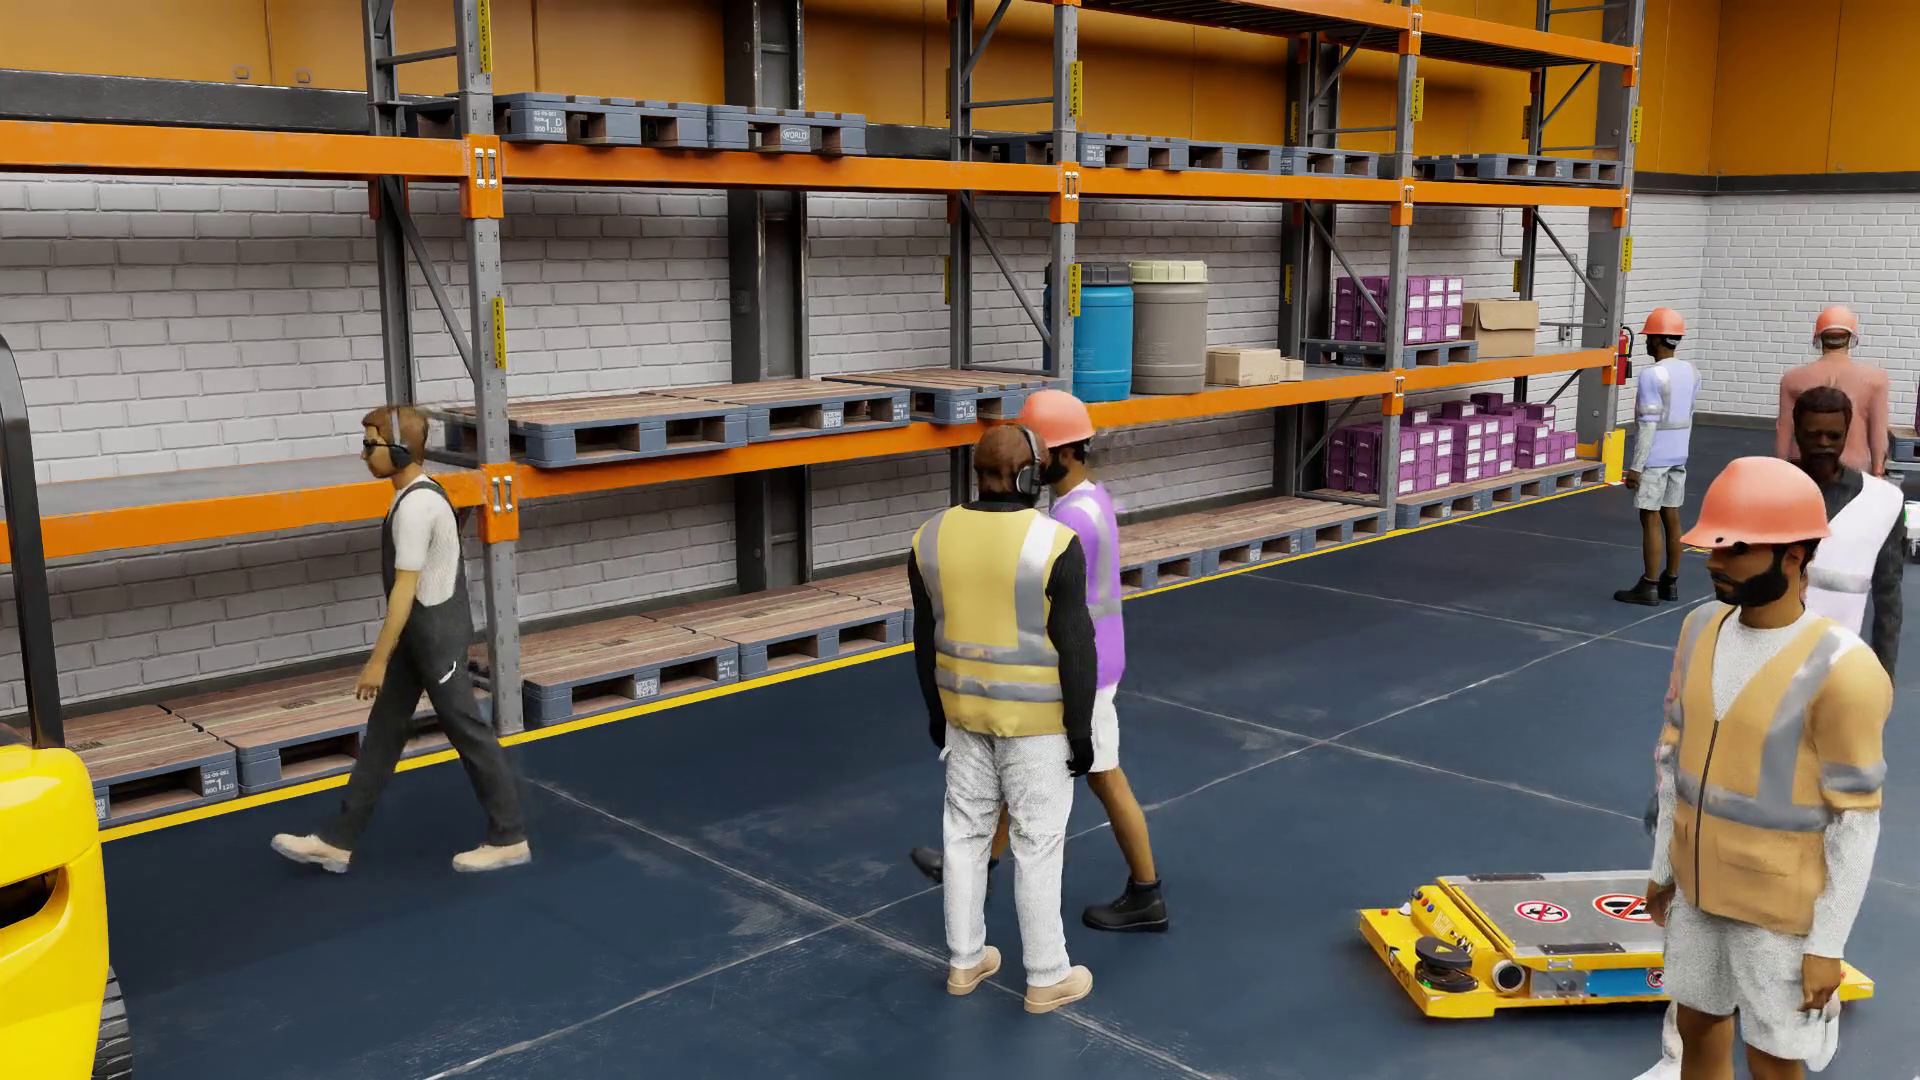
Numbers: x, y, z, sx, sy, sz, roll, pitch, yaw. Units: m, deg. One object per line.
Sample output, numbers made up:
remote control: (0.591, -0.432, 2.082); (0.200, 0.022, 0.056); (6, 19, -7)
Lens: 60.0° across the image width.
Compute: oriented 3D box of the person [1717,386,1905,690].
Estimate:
person: (3.068, 0.370, 6.060); (0.599, 1.891, 0.898); (3, 11, 18)

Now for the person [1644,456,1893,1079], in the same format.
person: (1.731, 0.774, 3.704); (0.373, 1.935, 0.551); (-3, 11, -18)

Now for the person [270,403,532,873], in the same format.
person: (-2.090, 0.399, 6.155); (0.976, 1.789, 0.515); (-4, 11, -22)

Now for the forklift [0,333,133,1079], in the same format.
forklift: (-3.289, 0.485, 4.582); (1.214, 2.155, 2.313); (-10, 14, -44)

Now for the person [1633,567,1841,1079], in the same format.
person: (2.195, 0.763, 4.620); (0.576, 1.626, 0.535); (-5, 12, -27)

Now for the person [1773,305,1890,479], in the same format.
person: (5.320, -0.441, 10.198); (0.630, 1.979, 0.469); (6, 12, 30)

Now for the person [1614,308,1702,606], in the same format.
person: (4.543, -0.537, 10.852); (0.542, 1.939, 0.365); (-7, 13, -34)

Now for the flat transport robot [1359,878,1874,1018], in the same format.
flat transport robot: (2.103, 1.294, 5.418); (1.431, 0.197, 0.652); (-1, 10, -5)

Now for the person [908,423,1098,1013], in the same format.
person: (0.156, 0.553, 5.193); (0.621, 1.838, 0.429); (6, 12, 31)

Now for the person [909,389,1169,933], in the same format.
person: (0.285, 0.432, 5.707); (0.977, 1.883, 0.555); (1, 10, 7)

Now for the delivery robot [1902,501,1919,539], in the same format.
delivery robot: (7.306, -0.157, 12.299); (0.707, 0.478, 0.477); (3, 11, 16)
